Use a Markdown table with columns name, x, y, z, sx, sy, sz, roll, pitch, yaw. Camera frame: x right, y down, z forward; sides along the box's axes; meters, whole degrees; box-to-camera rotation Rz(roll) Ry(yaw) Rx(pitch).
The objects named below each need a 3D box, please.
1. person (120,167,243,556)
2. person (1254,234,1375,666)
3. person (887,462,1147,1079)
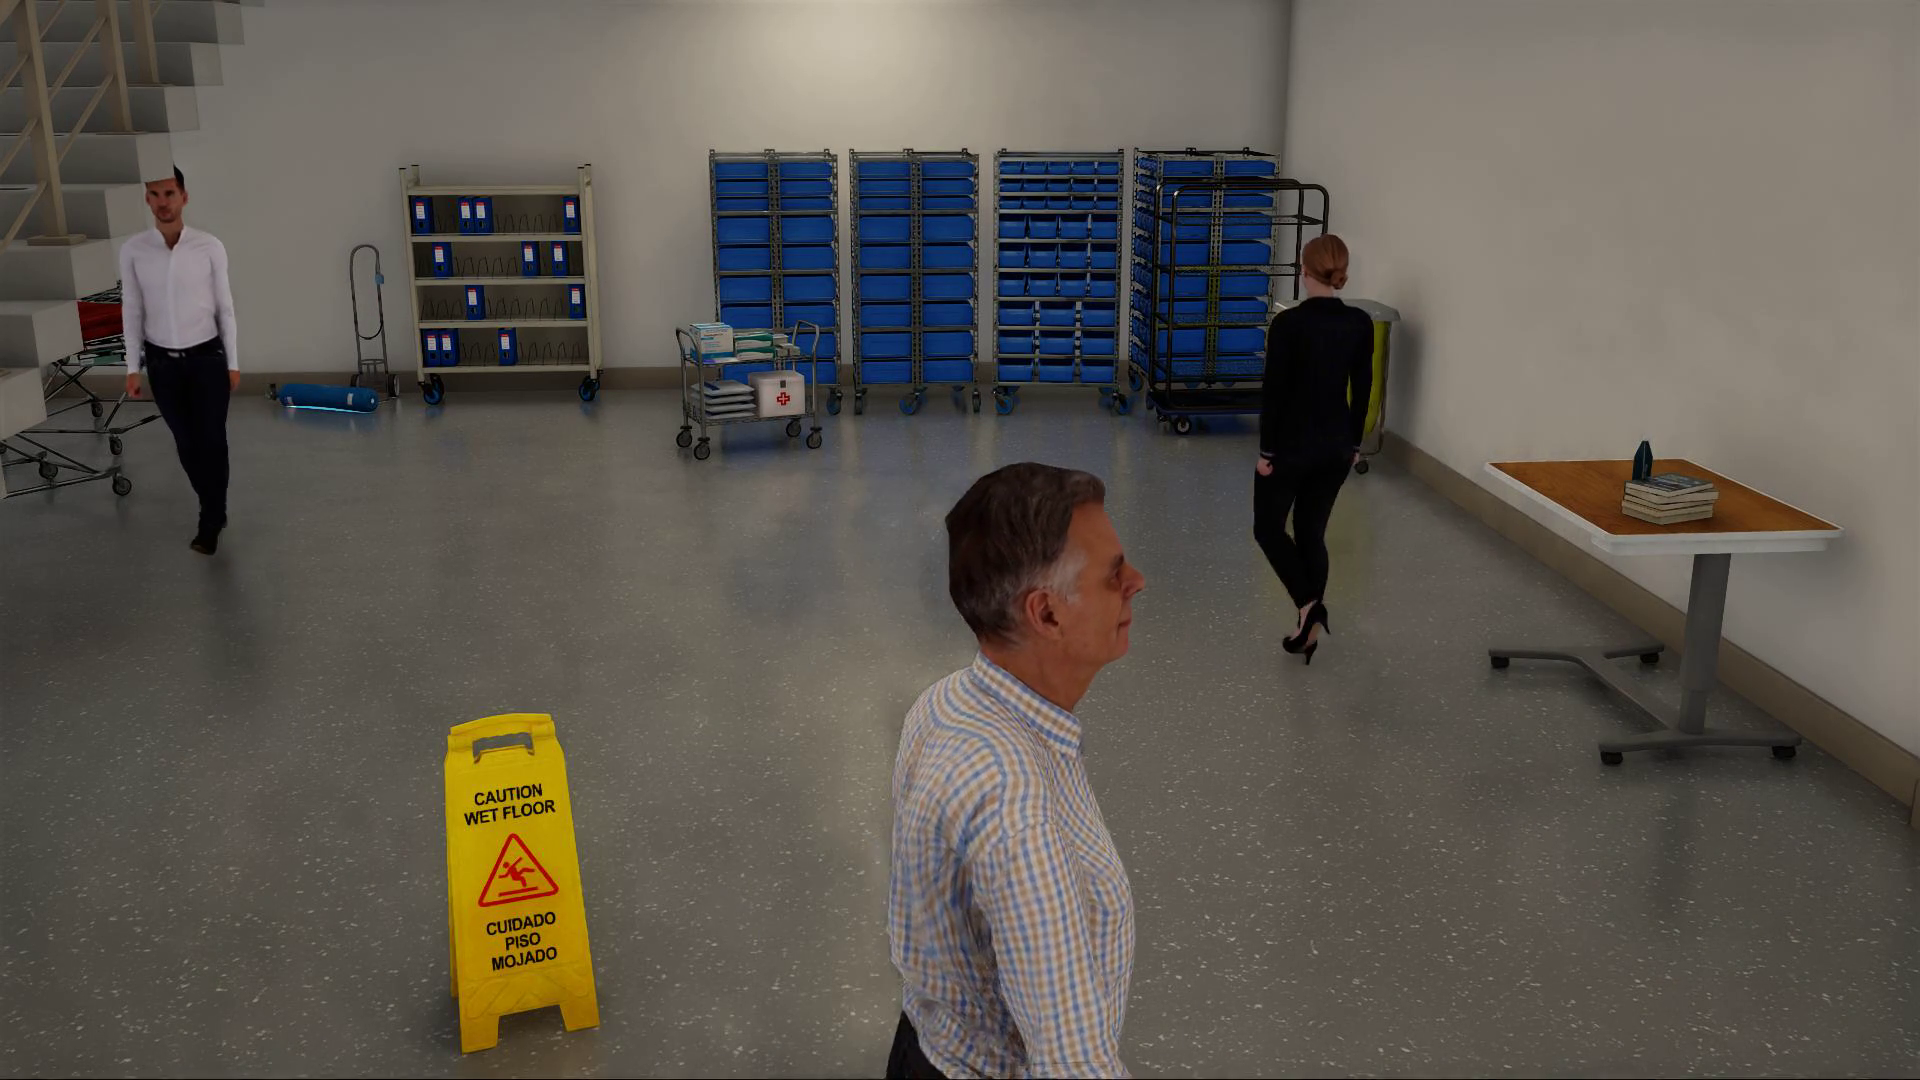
| name | x | y | z | sx | sy | sz | roll | pitch | yaw |
| --- | --- | --- | --- | --- | --- | --- | --- | --- | --- |
| person | -3.723 | -0.862 | 8.036 | 0.696 | 1.830 | 1.170 | -3 | 16 | -10 |
| person | 1.363 | -0.299 | 6.329 | 0.697 | 1.674 | 0.736 | -5 | 17 | -17 |
| person | -0.034 | 0.806 | 2.244 | 0.734 | 1.763 | 1.115 | -1 | 16 | -3 |
